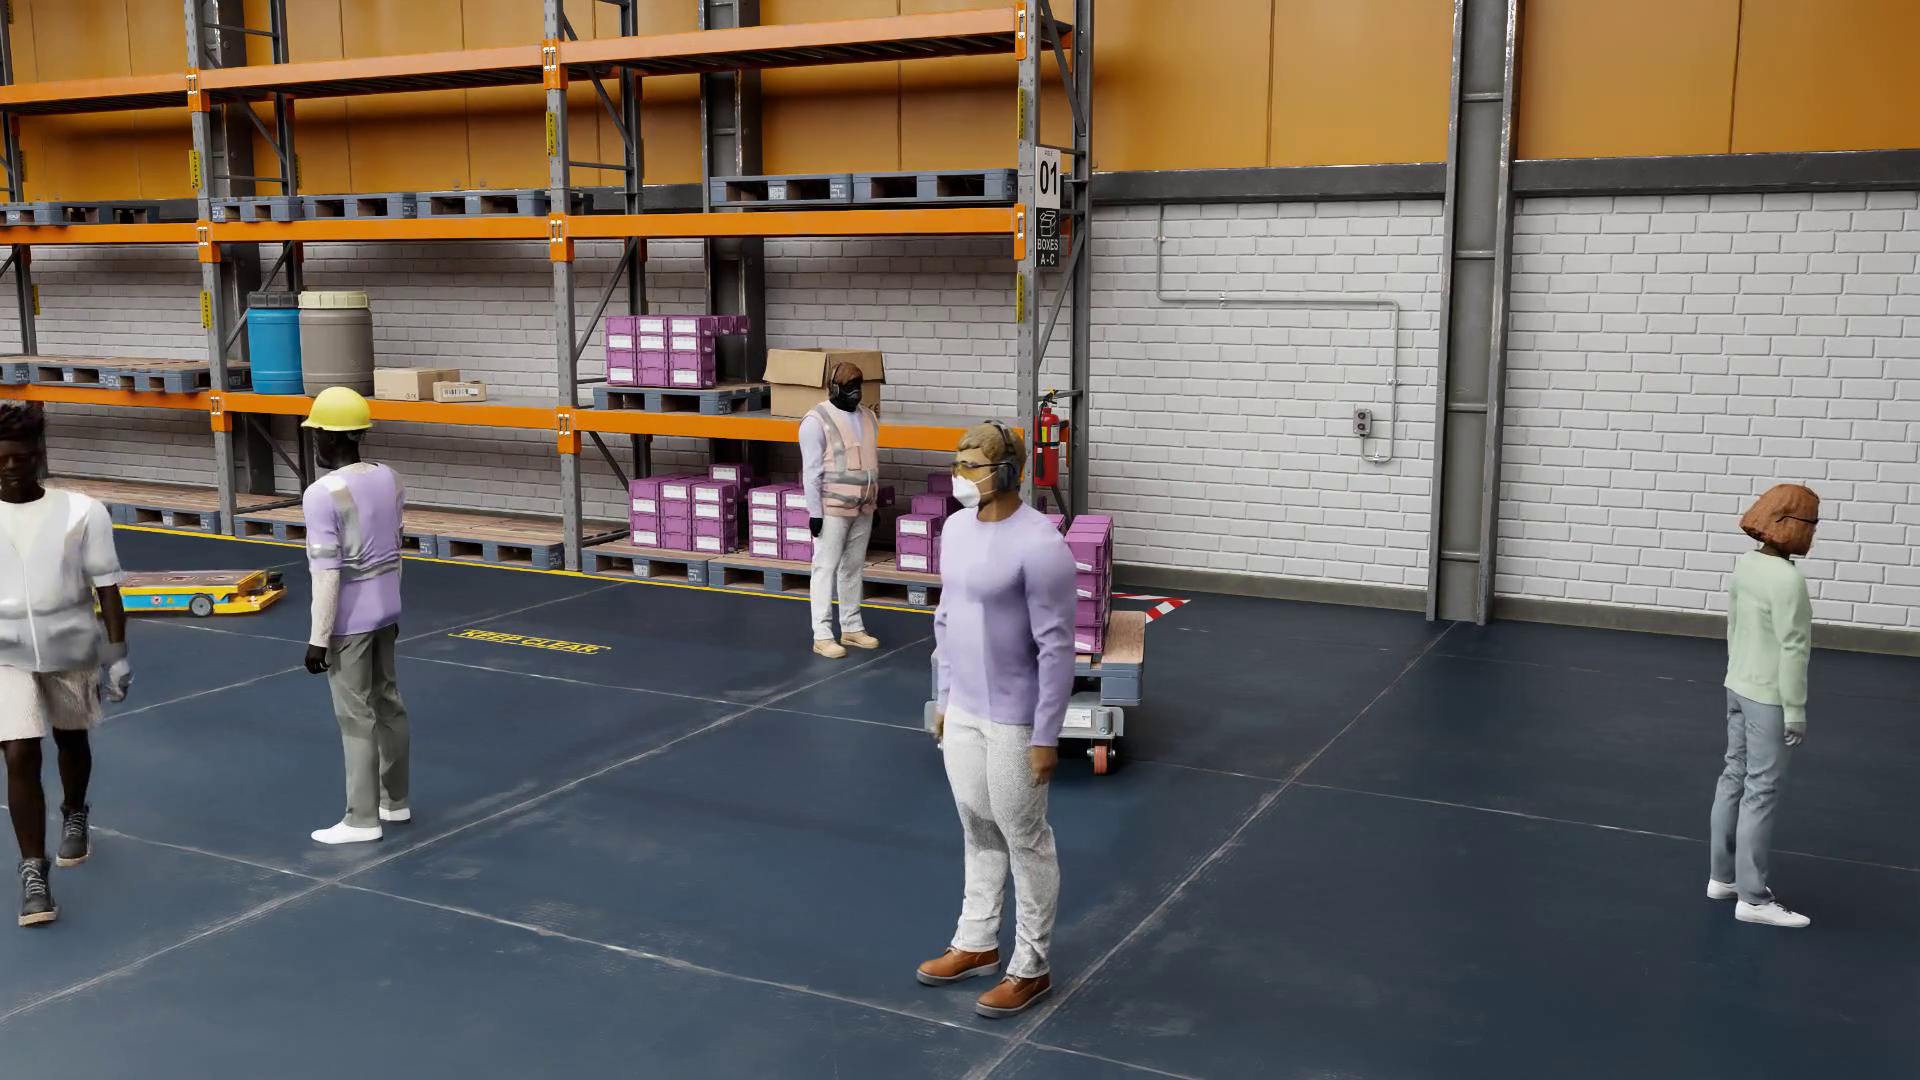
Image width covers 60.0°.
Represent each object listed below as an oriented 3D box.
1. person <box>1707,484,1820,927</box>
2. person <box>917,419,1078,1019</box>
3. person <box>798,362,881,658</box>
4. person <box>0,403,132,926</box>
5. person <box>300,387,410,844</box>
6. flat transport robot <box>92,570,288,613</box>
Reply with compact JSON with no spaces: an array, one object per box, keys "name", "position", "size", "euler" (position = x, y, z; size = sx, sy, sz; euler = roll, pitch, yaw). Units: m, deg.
[{"name":"person","position":[3.007,0.601,6.194],"size":[0.279,1.633,0.497],"euler":[0,9,3]},{"name":"person","position":[0.123,0.574,5.423],"size":[0.379,1.940,0.629],"euler":[-6,11,-34]},{"name":"person","position":[-0.722,-0.197,10.480],"size":[0.430,1.844,0.624],"euler":[8,12,39]},{"name":"person","position":[-3.559,0.424,6.434],"size":[0.619,1.918,0.988],"euler":[-5,10,-26]},{"name":"person","position":[-2.561,0.320,7.023],"size":[0.369,1.927,0.587],"euler":[2,9,13]},{"name":"flat transport robot","position":[-5.618,0.368,11.818],"size":[1.431,0.197,0.652],"euler":[-1,9,-6]}]
